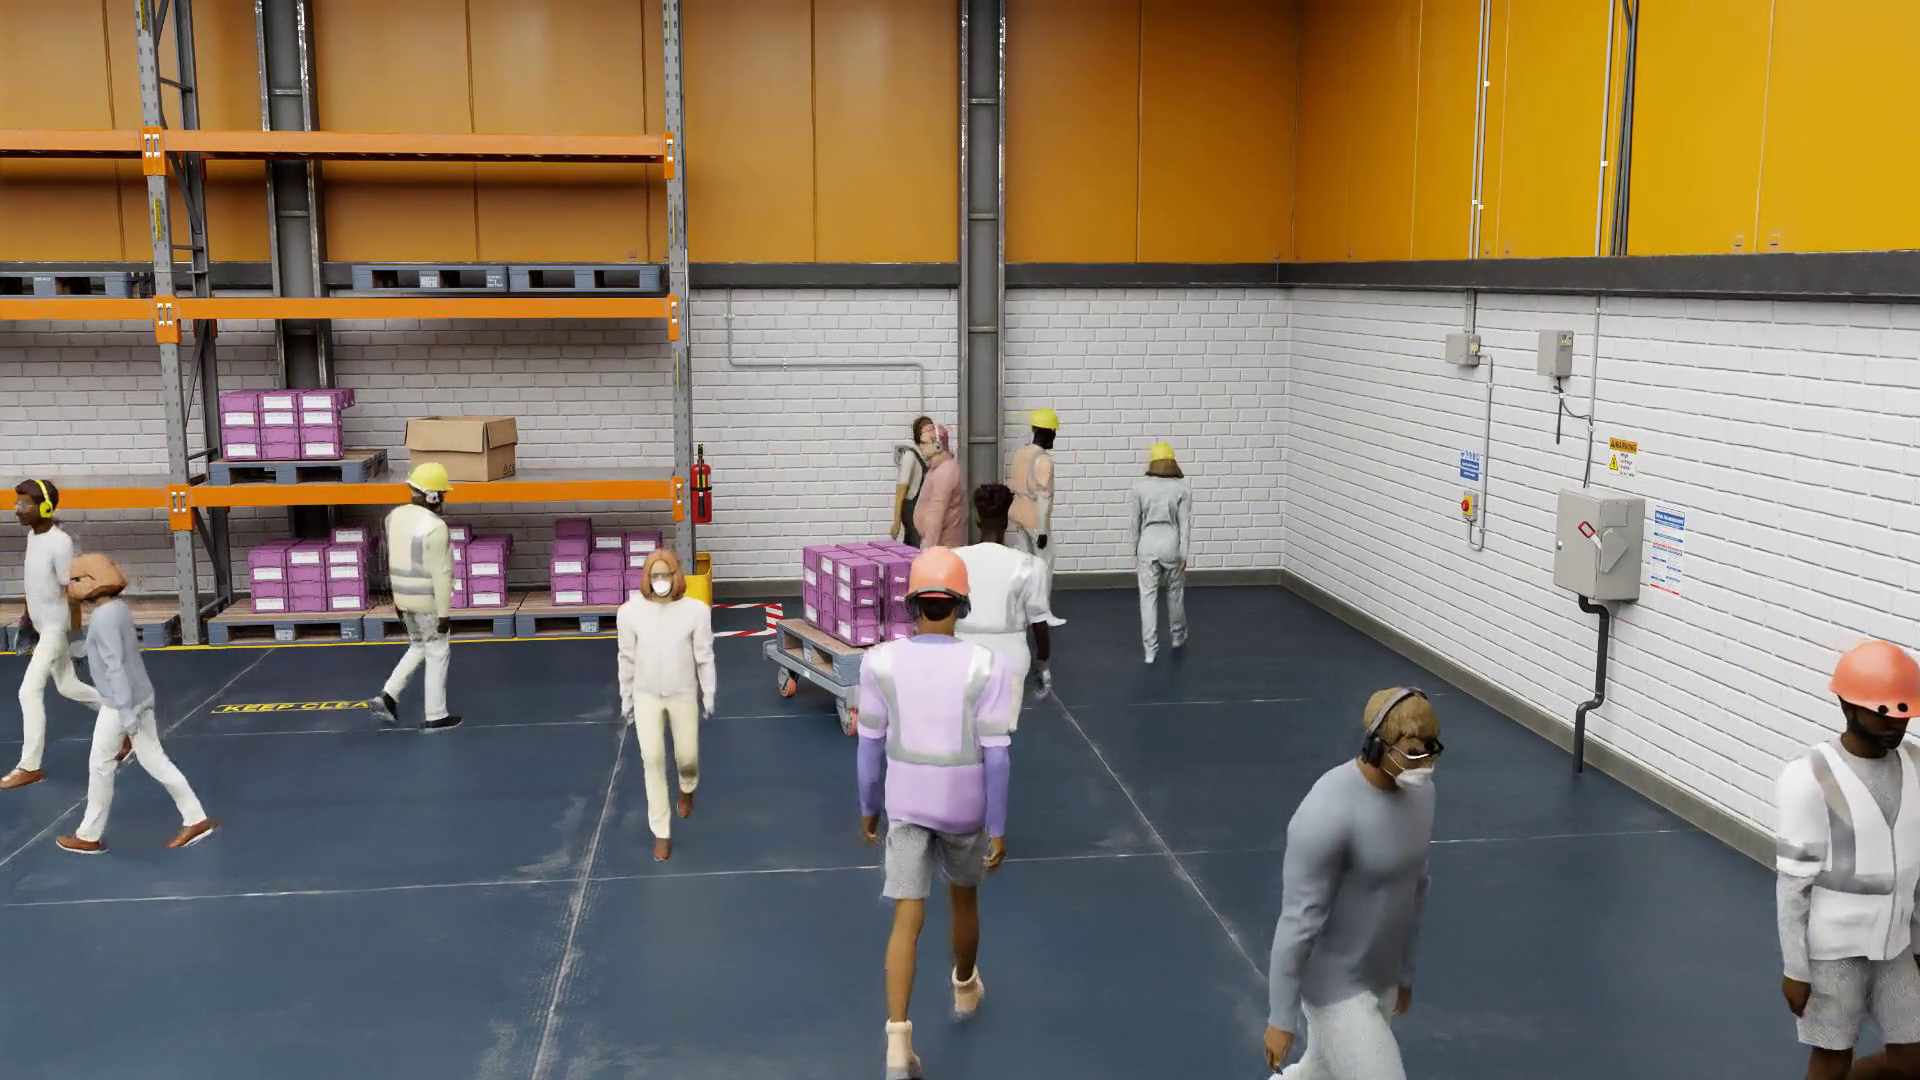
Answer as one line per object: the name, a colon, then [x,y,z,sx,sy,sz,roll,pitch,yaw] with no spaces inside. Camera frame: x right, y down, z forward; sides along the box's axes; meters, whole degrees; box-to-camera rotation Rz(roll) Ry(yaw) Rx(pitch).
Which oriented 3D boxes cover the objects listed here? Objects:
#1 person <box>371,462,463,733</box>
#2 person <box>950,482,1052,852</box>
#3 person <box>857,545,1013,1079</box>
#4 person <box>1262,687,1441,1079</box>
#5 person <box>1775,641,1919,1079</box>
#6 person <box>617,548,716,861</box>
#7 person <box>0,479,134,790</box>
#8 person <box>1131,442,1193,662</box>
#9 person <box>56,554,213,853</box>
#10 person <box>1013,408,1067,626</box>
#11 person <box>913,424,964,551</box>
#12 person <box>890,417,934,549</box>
person: [-3.536,0.395,10.879,0.604,1.809,0.513,7,11,37]
person: [0.185,0.638,8.988,0.634,1.917,0.992,2,9,13]
person: [-0.115,1.026,6.402,0.624,1.998,1.047,2,9,10]
person: [1.097,1.312,4.984,0.991,1.878,0.693,8,12,41]
person: [2.783,1.246,5.197,0.578,1.925,0.433,-3,9,-16]
person: [-1.548,0.826,8.805,0.503,1.615,0.640,-1,9,-7]
person: [-5.403,0.524,10.012,0.907,1.836,0.518,-8,12,-41]
person: [1.606,0.073,13.226,0.492,1.698,0.865,2,9,12]
person: [-4.357,0.861,8.683,0.780,1.587,0.517,-1,9,-9]
person: [0.551,-0.179,14.184,0.688,1.899,0.607,-4,10,-24]
person: [-0.091,0.008,13.123,0.937,1.866,0.629,-1,9,-6]
person: [-0.392,-0.194,14.616,0.678,1.801,0.589,3,10,18]
